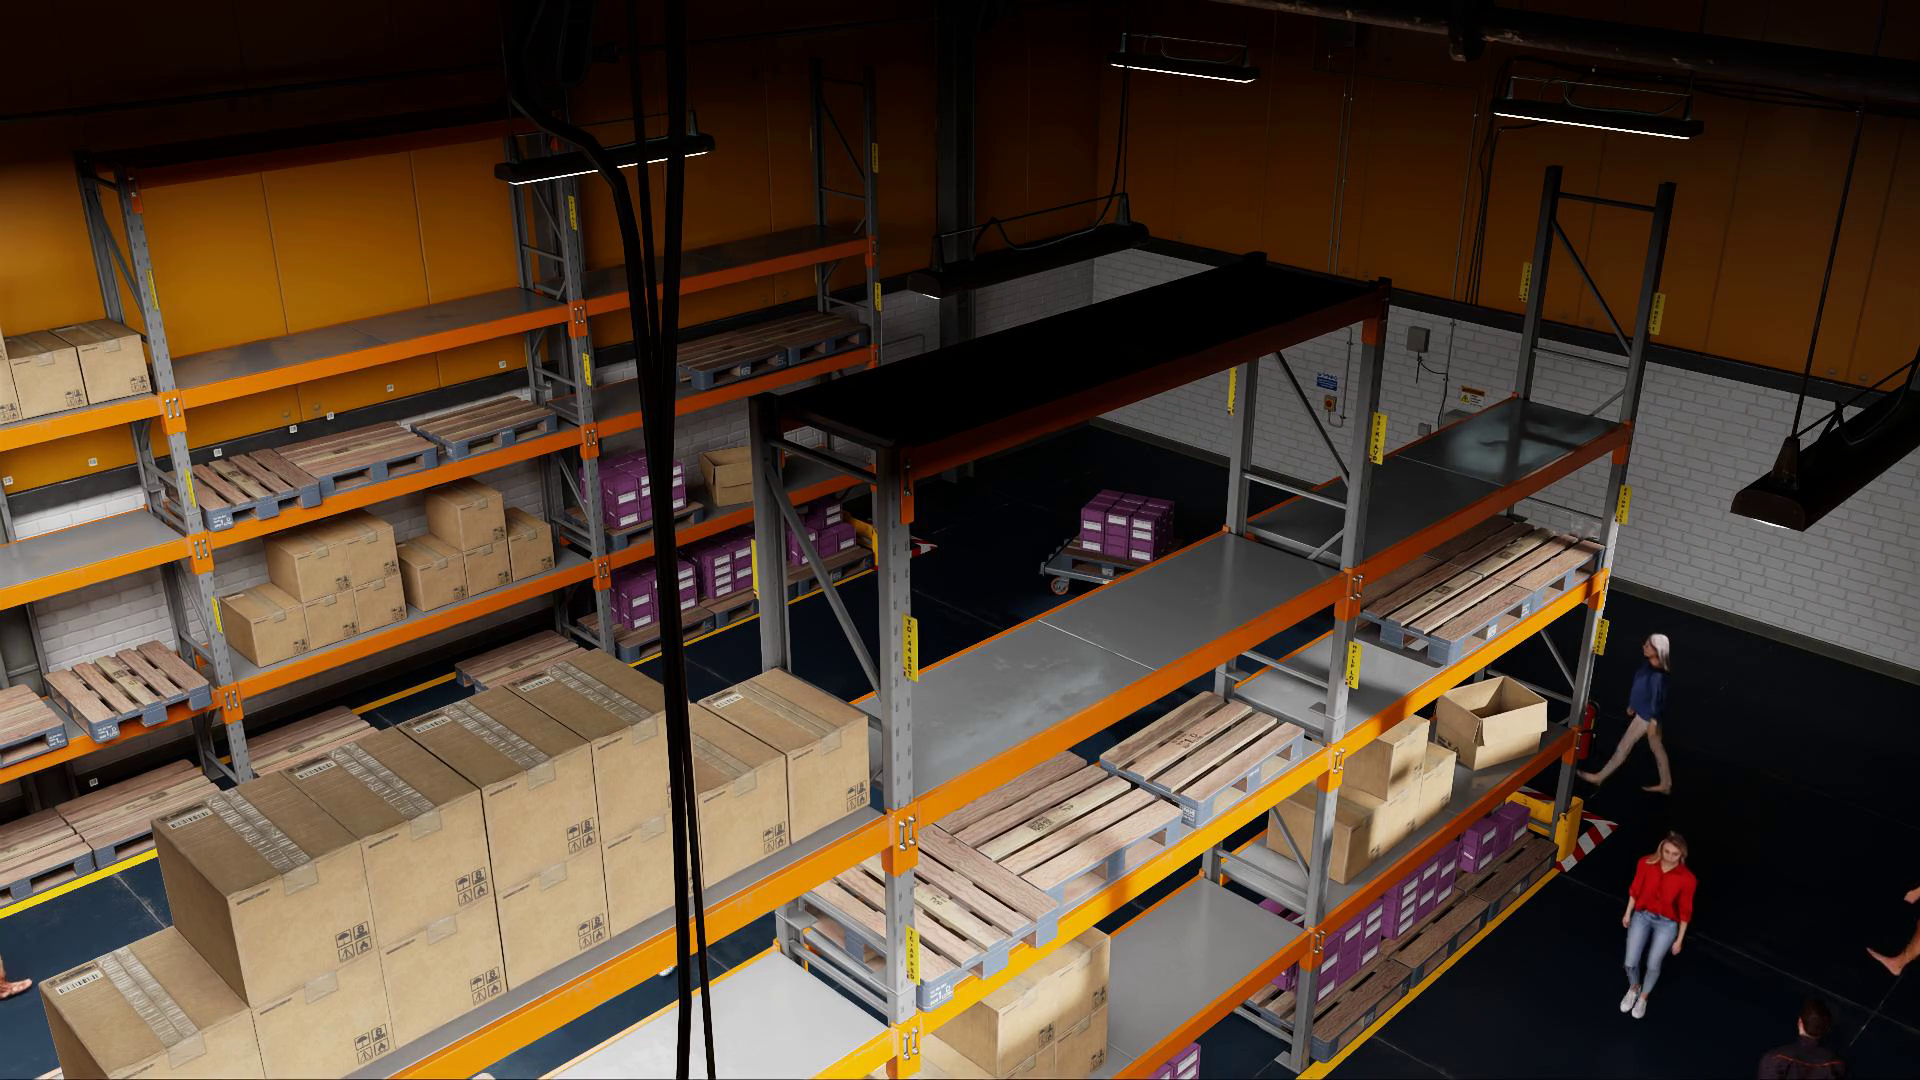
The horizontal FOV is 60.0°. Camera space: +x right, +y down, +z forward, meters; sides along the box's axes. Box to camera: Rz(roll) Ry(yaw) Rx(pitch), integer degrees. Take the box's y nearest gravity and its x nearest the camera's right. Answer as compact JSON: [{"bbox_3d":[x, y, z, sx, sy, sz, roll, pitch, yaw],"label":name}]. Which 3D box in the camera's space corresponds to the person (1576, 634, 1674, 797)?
[{"bbox_3d":[6.500,1.673,15.483,0.981,1.652,1.124,9,25,19],"label":"person"}]

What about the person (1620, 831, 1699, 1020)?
[{"bbox_3d":[5.318,2.882,12.667,0.680,1.692,0.634,16,28,32],"label":"person"}]

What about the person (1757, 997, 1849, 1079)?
[{"bbox_3d":[5.202,3.762,10.426,1.038,1.875,1.166,3,24,8],"label":"person"}]
